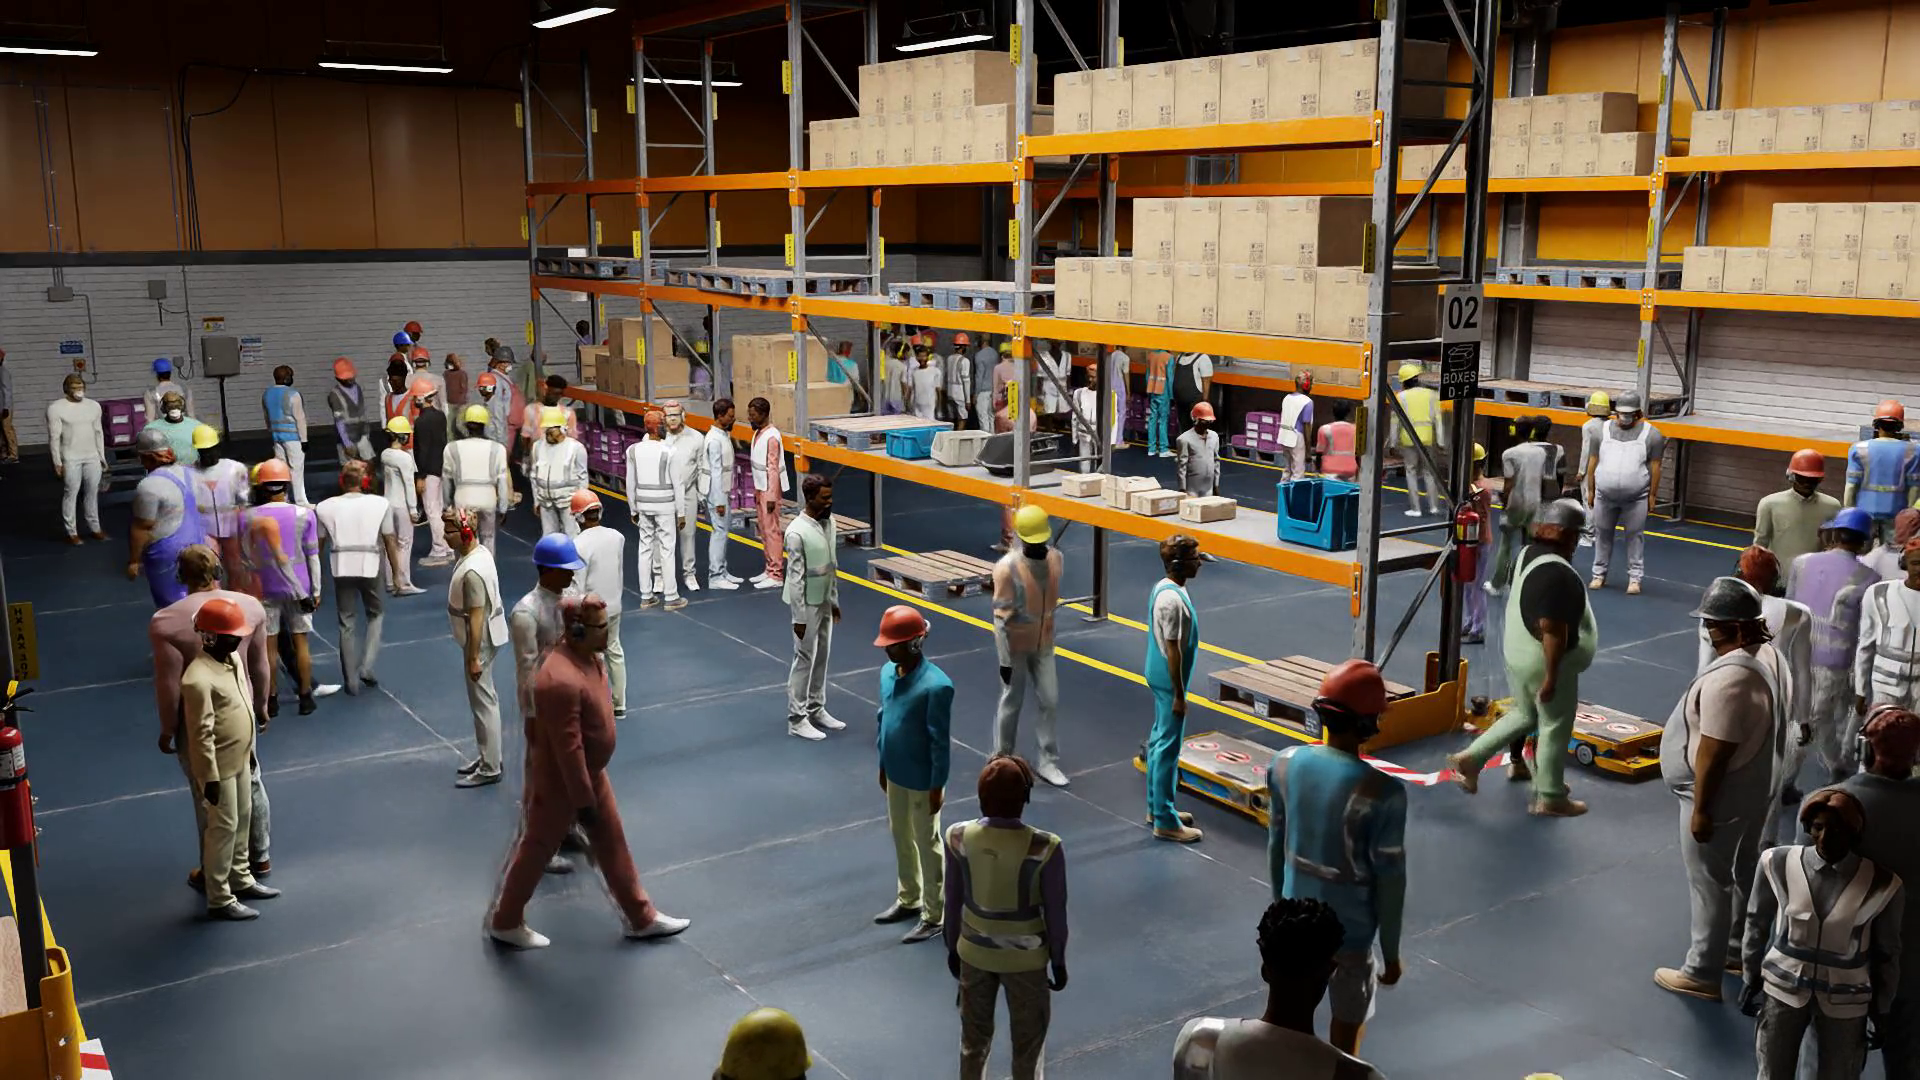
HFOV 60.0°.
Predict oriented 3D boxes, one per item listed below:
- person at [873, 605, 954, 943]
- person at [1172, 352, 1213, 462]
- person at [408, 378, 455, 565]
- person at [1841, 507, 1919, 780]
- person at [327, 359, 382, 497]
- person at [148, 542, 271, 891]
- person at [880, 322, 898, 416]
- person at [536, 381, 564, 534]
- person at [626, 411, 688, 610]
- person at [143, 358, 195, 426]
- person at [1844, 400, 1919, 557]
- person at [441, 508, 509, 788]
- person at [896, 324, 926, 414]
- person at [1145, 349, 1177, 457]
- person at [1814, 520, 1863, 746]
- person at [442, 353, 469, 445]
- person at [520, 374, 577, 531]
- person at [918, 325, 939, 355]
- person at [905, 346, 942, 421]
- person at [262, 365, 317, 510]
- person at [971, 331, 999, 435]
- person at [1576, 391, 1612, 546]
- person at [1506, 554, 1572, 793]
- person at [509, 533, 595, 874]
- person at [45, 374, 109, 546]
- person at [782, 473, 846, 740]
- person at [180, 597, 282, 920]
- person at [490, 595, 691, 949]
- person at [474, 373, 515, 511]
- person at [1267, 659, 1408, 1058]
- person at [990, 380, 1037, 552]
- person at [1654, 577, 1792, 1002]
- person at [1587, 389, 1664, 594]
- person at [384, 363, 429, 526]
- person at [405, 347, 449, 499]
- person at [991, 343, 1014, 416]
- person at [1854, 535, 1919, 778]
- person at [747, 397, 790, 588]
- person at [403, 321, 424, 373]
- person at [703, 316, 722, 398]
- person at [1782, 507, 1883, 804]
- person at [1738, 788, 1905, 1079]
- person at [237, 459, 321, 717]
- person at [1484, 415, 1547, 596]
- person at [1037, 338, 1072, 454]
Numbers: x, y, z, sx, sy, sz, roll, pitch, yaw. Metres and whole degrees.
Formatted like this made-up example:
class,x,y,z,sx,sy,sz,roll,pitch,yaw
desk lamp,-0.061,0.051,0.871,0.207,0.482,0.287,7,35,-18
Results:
class,x,y,z,sx,sy,sz,roll,pitch,yaw
person,-0.267,1.186,8.565,0.352,1.738,0.573,-8,14,-36
person,3.428,-2.145,24.827,0.536,2.000,0.699,-7,13,-31
person,-5.635,-0.728,17.695,0.396,1.992,0.622,1,11,5
person,5.917,0.735,10.497,0.396,1.905,0.660,-1,11,-7
person,-7.404,-1.248,20.404,0.761,1.977,0.698,6,13,29
person,-4.100,0.971,9.157,0.352,1.933,0.634,9,14,40
person,-1.340,-3.091,30.237,0.403,1.825,0.595,-7,13,-31
person,-4.645,-0.928,19.086,0.436,1.850,0.632,-10,15,-41
person,-2.853,-0.276,15.670,0.585,1.881,0.337,4,12,19
person,-9.842,-1.299,20.739,0.404,1.945,0.615,10,15,41
person,8.366,-0.252,15.135,0.605,2.045,0.376,5,12,23
person,-3.144,0.690,10.853,0.394,1.836,0.559,-3,11,-15
person,-0.886,-3.088,30.175,0.630,1.840,0.429,1,11,5
person,3.089,-2.238,25.640,0.399,1.913,0.589,-7,13,-33
person,6.119,0.654,11.558,0.404,1.617,0.546,-2,11,-11
person,-7.739,-2.078,25.583,0.520,1.615,0.511,5,12,24
person,-4.651,-0.909,18.804,0.648,1.927,0.663,-1,11,-5
person,-0.658,-3.214,30.839,0.430,1.839,0.638,10,15,41
person,-0.540,-1.847,23.791,0.503,1.851,0.580,2,11,12
person,-8.410,-1.269,20.859,0.628,1.844,0.429,5,12,25
person,0.370,-2.296,25.866,0.372,1.940,0.632,6,12,26
person,7.141,-0.802,18.718,0.493,1.743,0.301,-5,12,-25
person,3.770,0.779,10.741,0.319,1.698,0.538,-3,11,-15
person,-2.293,0.912,9.451,0.412,1.938,0.609,4,12,18
person,-9.953,-0.914,18.793,0.355,1.936,0.635,7,13,31
person,-1.058,0.463,11.837,0.391,1.911,0.585,4,12,21
person,-3.851,1.147,8.766,0.355,1.737,0.576,-1,11,-4
person,-1.928,1.177,8.335,1.016,1.847,0.653,1,11,3
person,-5.875,-1.232,20.937,0.387,1.741,0.571,-6,13,-29
person,1.458,1.457,6.433,0.426,2.032,0.608,-9,14,-38
person,0.566,-0.821,18.439,0.401,1.900,0.636,9,14,38
person,3.612,1.156,7.934,0.680,2.000,0.535,-10,15,-42
person,6.506,-0.490,16.361,0.684,2.000,0.535,6,13,28
person,-6.651,-1.145,19.928,0.607,1.958,0.372,7,13,30
person,-7.031,-1.534,21.855,0.621,1.986,0.409,-3,11,-15
person,0.706,-2.214,26.007,0.526,1.722,0.890,-3,12,-16
person,5.570,0.883,9.775,0.572,1.877,0.353,6,13,28
person,-1.931,-0.481,16.667,0.411,1.906,0.602,-4,12,-21
person,-8.937,-2.582,27.214,0.410,1.986,0.615,1,11,5
person,-4.638,-3.274,31.110,0.329,1.844,0.509,3,11,14
person,5.518,0.729,10.523,0.954,1.875,0.618,-5,12,-23
person,3.168,1.704,6.162,0.522,1.639,0.305,7,13,33
person,-5.026,0.358,12.329,0.546,1.927,0.391,-4,12,-21
person,5.381,-0.274,15.878,0.554,1.810,1.005,-3,11,-14
person,1.476,-2.299,25.853,0.601,1.946,0.411,-4,12,-21
